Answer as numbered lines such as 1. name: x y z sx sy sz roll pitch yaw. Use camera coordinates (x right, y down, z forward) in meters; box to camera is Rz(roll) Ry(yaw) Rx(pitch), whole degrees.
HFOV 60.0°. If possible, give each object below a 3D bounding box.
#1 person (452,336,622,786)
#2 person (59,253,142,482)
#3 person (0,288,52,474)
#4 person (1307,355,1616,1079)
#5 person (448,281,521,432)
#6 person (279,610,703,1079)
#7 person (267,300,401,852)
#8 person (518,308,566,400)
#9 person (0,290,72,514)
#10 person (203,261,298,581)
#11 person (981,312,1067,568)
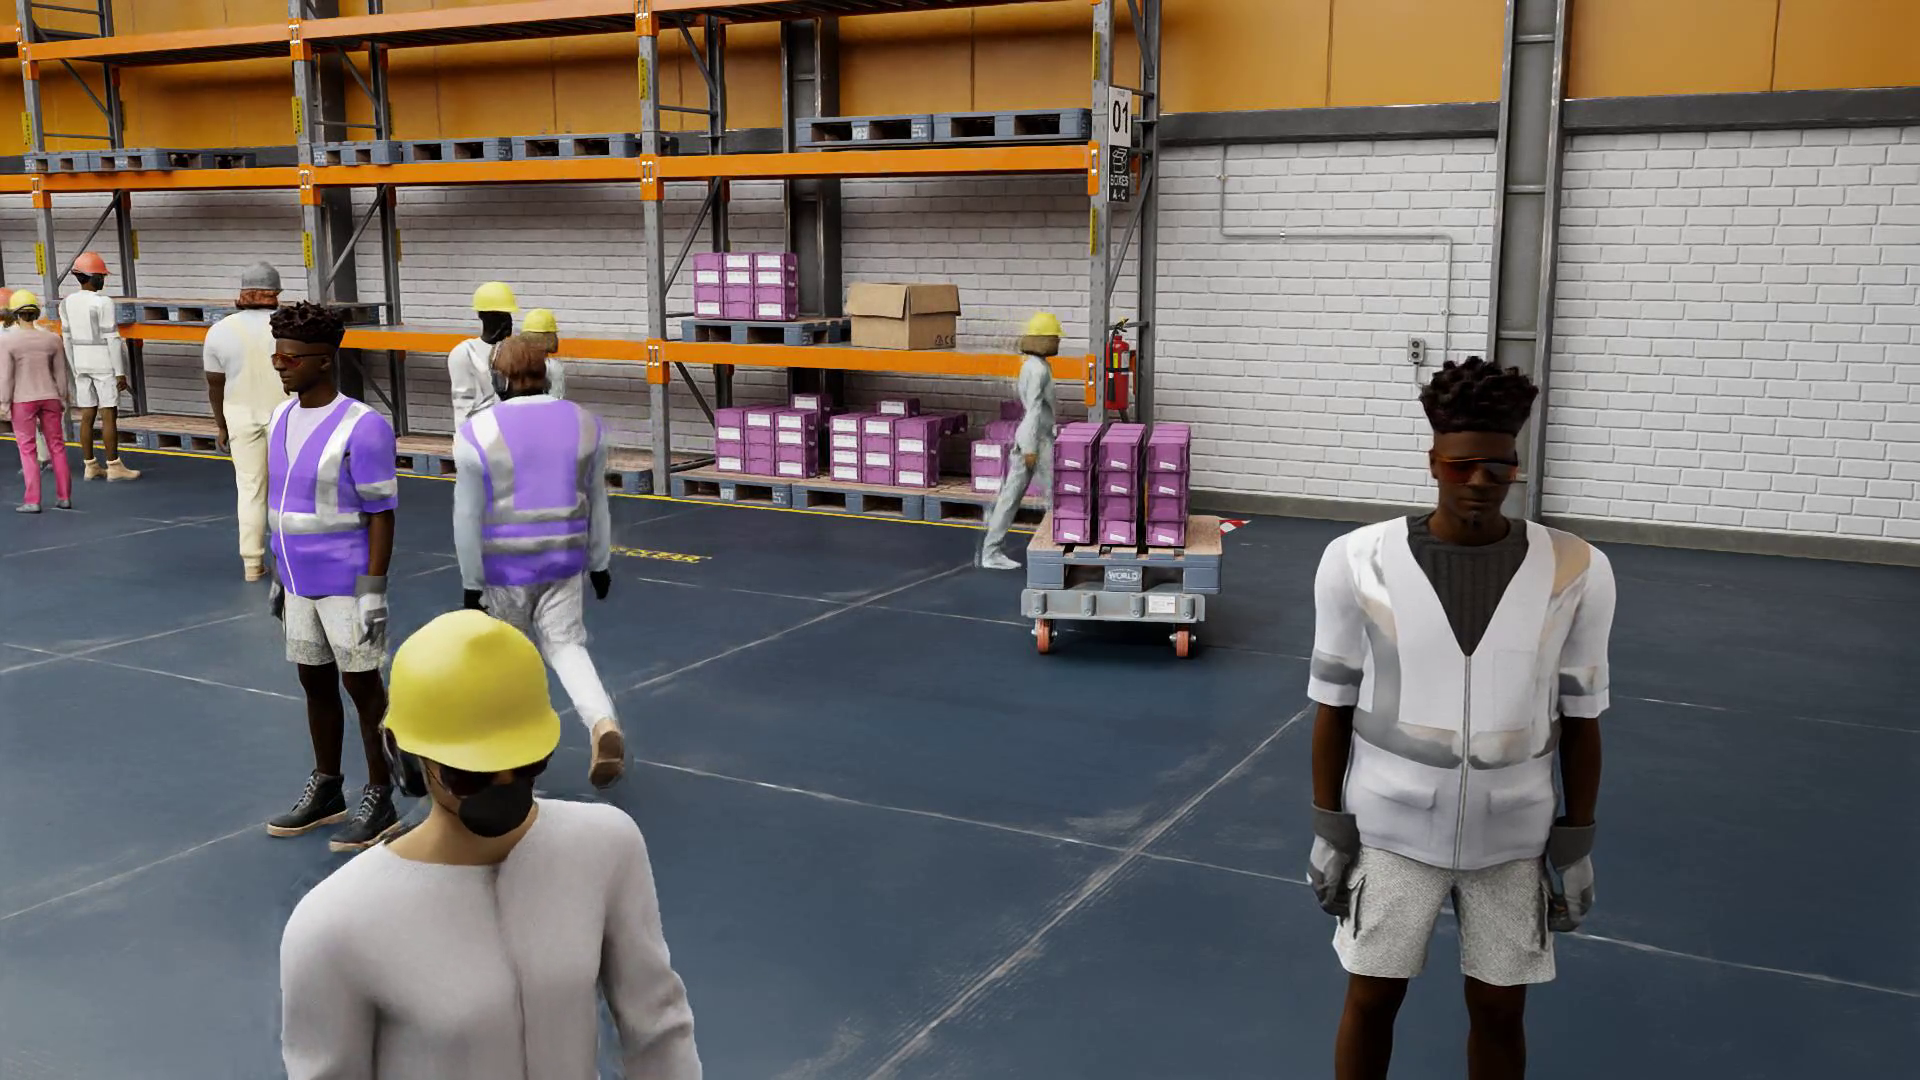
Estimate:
1. person: -1.661 0.106 6.537 0.640 1.806 0.760 -8 13 -37
2. person: -7.721 -1.539 14.905 0.605 2.044 0.375 4 11 19
3. person: -8.636 -1.448 15.291 0.570 1.723 0.465 6 12 29
4. person: 1.022 0.593 3.464 0.602 1.957 0.385 2 10 9
5. person: -2.700 -0.538 9.725 0.366 1.930 0.585 5 11 25
6. person: -0.661 0.917 2.339 0.904 1.717 0.530 9 14 42
7. person: -2.266 0.132 5.963 0.603 1.962 0.368 6 12 30
8. person: -2.660 -0.603 10.607 0.496 1.739 0.306 7 12 32
9. person: -7.370 -1.094 13.223 0.314 1.767 0.534 7 12 33
10. person: -4.411 -0.763 10.655 0.688 2.000 0.536 -2 11 -11
11. person: 0.551 -0.638 10.896 0.890 1.687 0.506 -1 10 -5
